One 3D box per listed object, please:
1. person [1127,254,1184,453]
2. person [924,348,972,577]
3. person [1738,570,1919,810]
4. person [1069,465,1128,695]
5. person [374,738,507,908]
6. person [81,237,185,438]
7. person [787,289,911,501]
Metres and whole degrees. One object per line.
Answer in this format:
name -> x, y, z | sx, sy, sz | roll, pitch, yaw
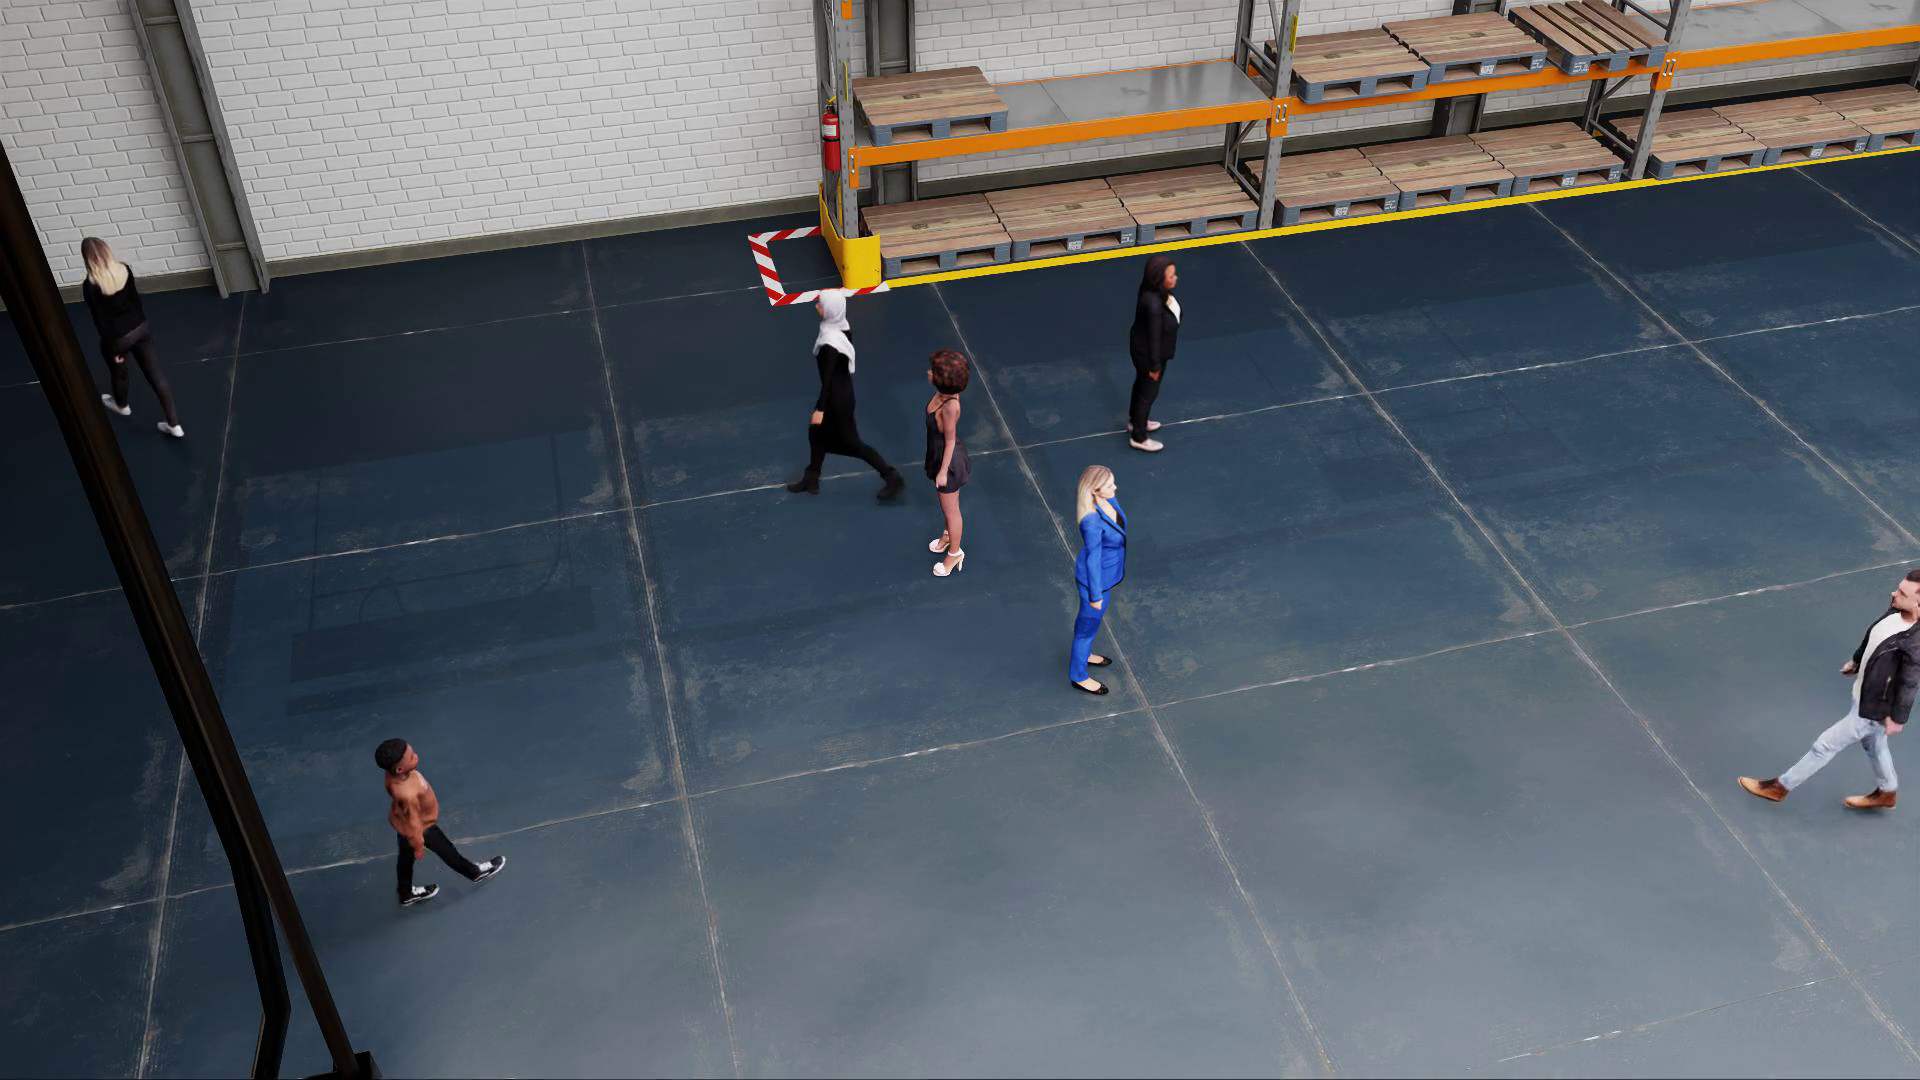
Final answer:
person -> 1.443, -1.437, 12.618 | 0.722, 1.616, 0.732 | 1, 39, 2
person -> -0.088, -0.538, 11.355 | 0.579, 1.787, 0.583 | -3, 39, -4
person -> 5.327, 0.929, 9.511 | 1.246, 1.797, 1.068 | 11, 40, 14
person -> 0.840, 0.226, 10.468 | 0.693, 1.701, 0.706 | 6, 39, 7
person -> -3.066, 1.579, 9.150 | 0.896, 1.231, 0.686 | -23, 44, -26
person -> -6.269, -1.499, 12.671 | 1.129, 1.648, 1.070 | 20, 43, 23
person -> -0.776, -0.970, 11.936 | 1.212, 1.737, 0.817 | 0, 39, -1
